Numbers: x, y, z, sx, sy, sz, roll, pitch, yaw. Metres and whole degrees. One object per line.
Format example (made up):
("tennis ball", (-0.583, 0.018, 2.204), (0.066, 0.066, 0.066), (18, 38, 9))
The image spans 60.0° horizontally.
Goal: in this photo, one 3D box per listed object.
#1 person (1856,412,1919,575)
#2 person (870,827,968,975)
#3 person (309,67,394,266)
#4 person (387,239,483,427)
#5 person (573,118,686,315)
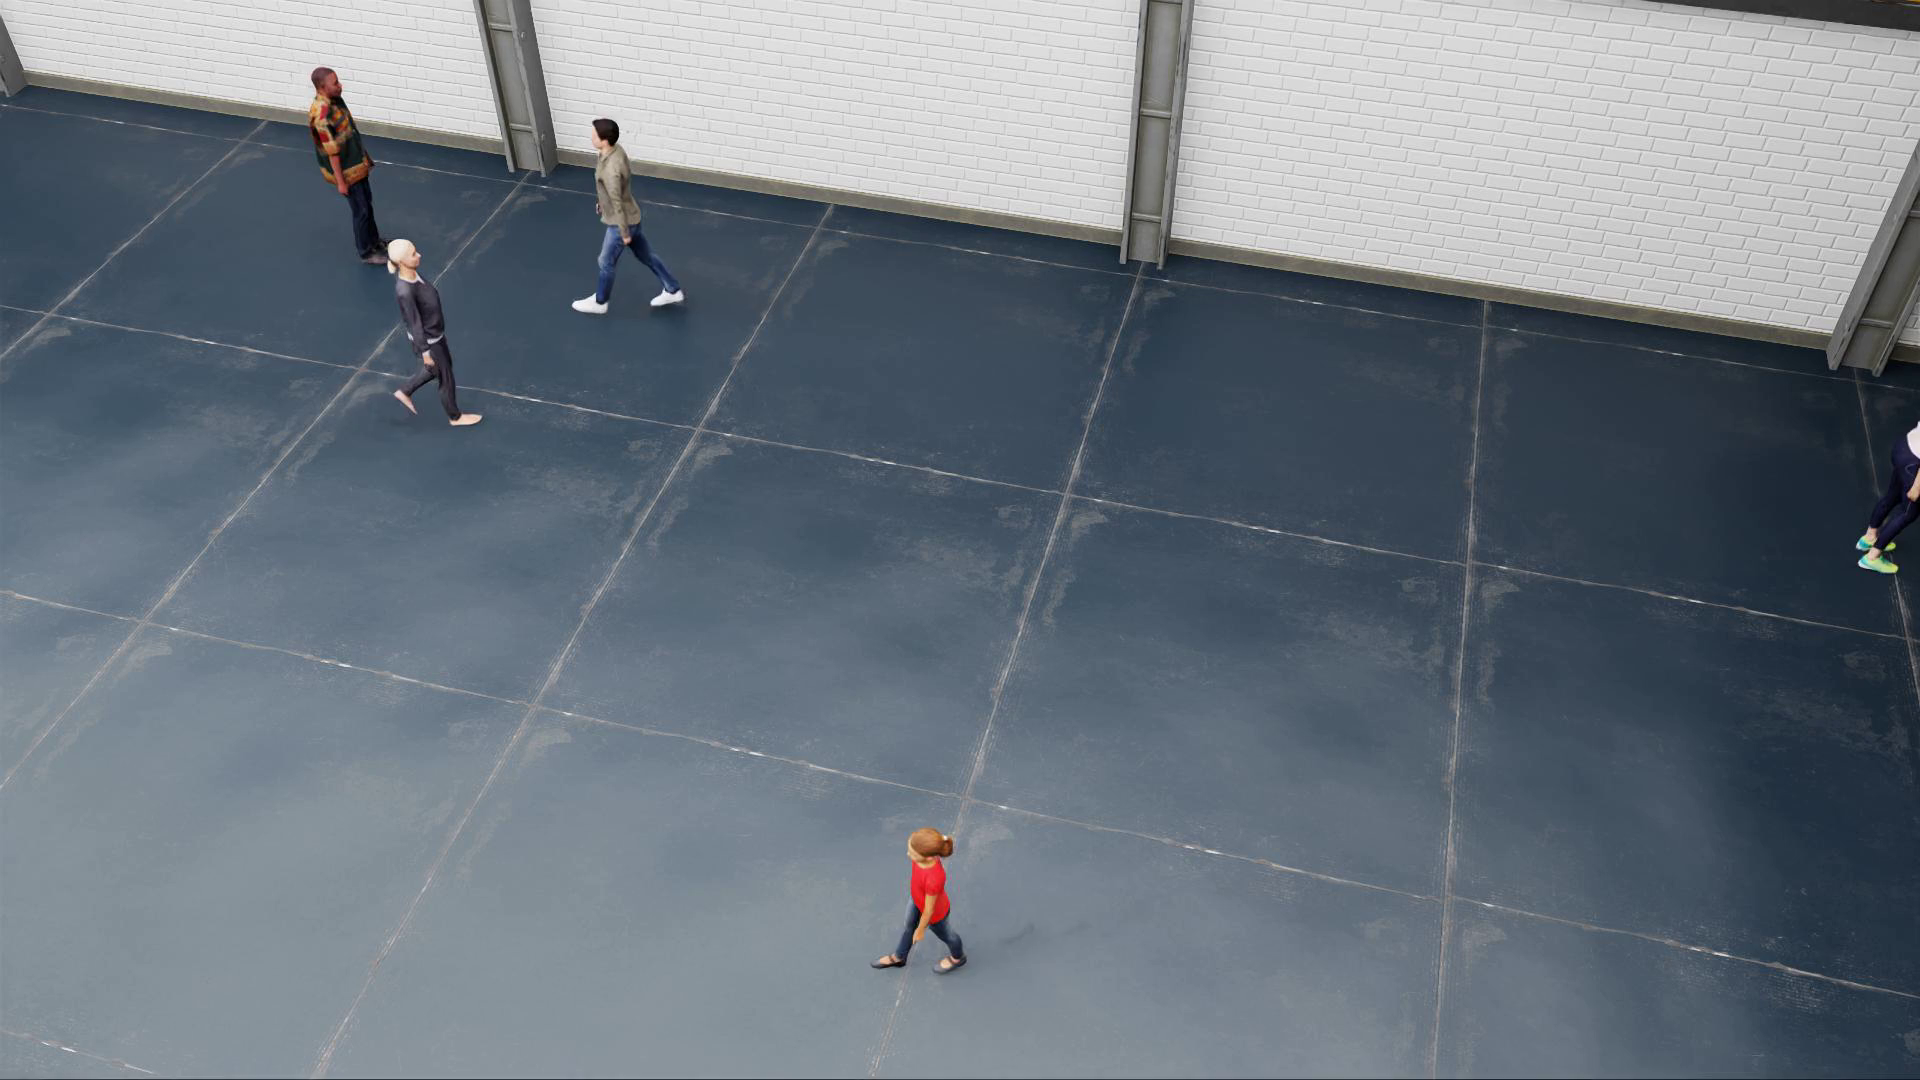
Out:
("person", (6.614, -0.536, 11.657), (0.568, 1.698, 0.652), (10, 45, 10))
("person", (-0.098, 2.014, 9.274), (0.860, 1.292, 0.743), (-13, 45, -13))
("person", (-5.368, -3.252, 14.431), (0.807, 1.804, 0.794), (0, 44, 0))
("person", (-4.151, -1.555, 12.717), (0.973, 1.711, 0.830), (-7, 44, -7))
("person", (-2.709, -2.656, 13.791), (1.252, 1.824, 0.908), (0, 44, 0))
